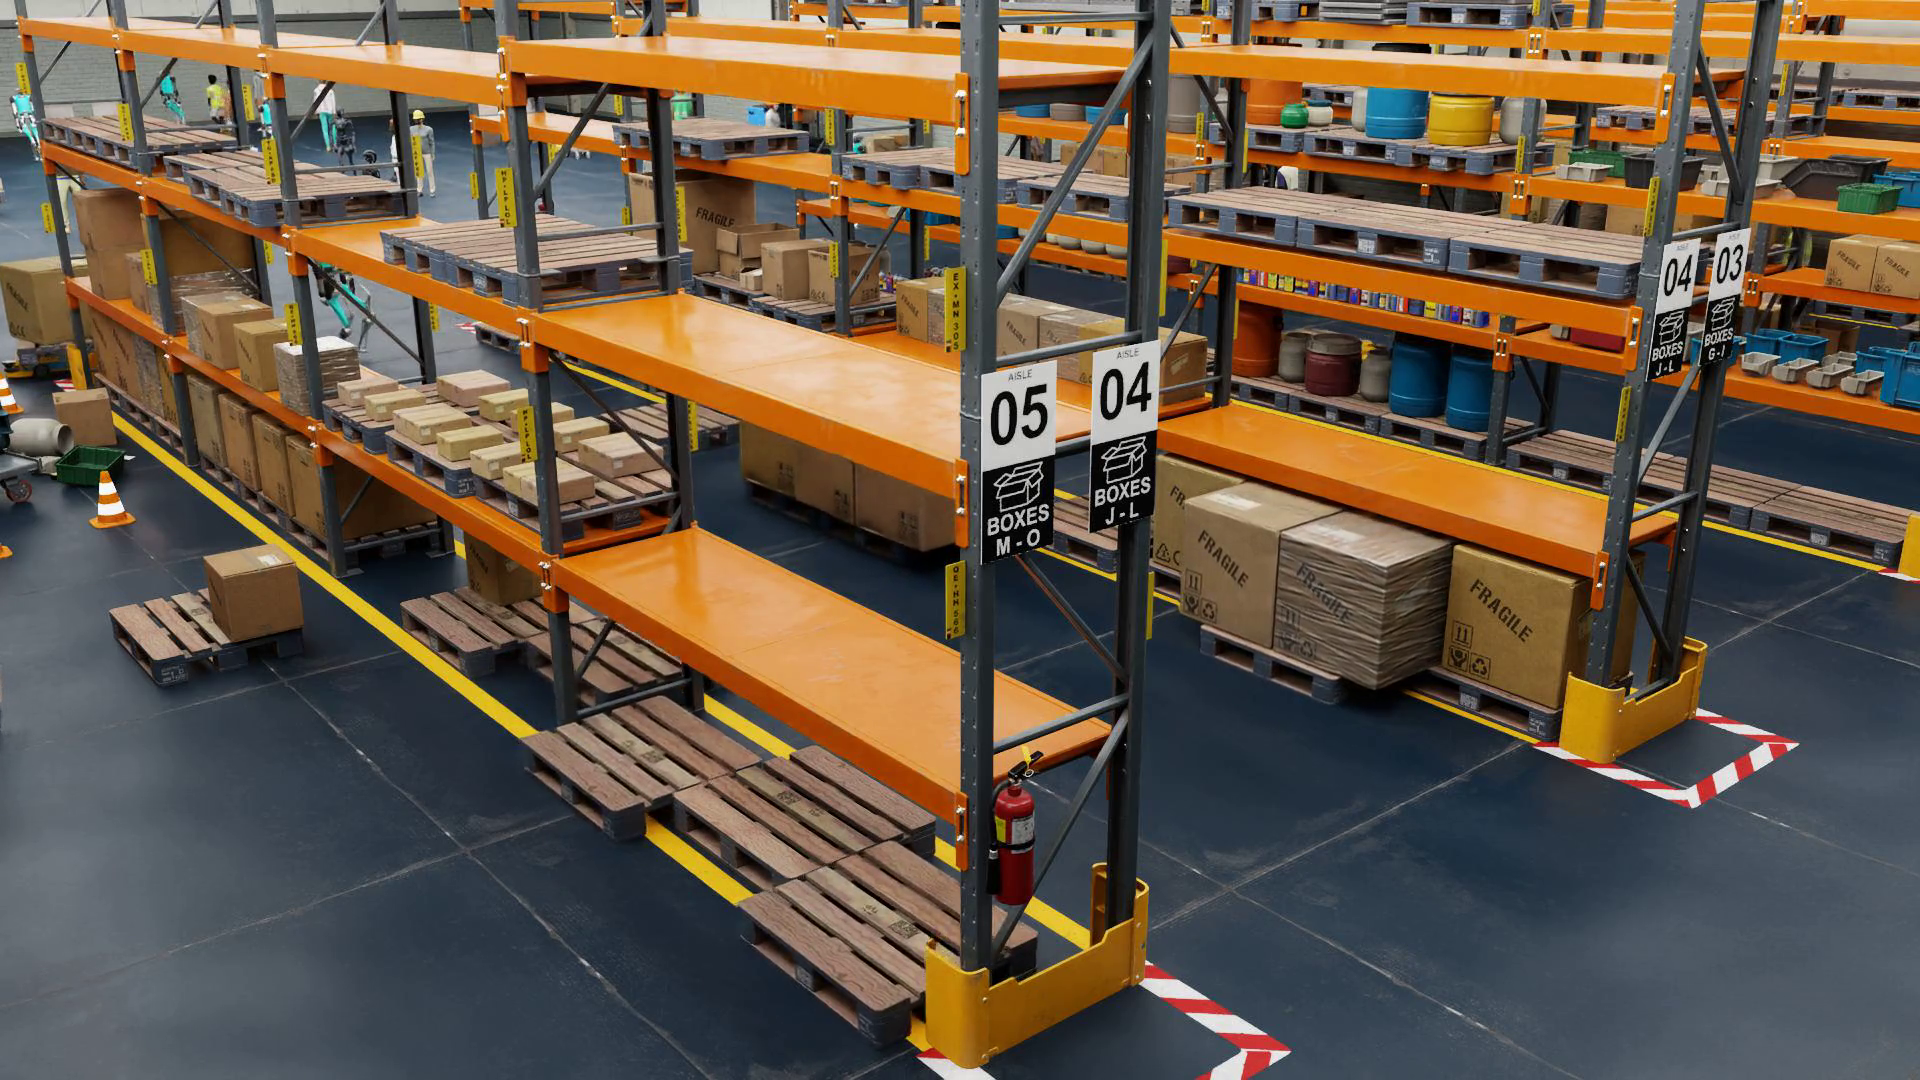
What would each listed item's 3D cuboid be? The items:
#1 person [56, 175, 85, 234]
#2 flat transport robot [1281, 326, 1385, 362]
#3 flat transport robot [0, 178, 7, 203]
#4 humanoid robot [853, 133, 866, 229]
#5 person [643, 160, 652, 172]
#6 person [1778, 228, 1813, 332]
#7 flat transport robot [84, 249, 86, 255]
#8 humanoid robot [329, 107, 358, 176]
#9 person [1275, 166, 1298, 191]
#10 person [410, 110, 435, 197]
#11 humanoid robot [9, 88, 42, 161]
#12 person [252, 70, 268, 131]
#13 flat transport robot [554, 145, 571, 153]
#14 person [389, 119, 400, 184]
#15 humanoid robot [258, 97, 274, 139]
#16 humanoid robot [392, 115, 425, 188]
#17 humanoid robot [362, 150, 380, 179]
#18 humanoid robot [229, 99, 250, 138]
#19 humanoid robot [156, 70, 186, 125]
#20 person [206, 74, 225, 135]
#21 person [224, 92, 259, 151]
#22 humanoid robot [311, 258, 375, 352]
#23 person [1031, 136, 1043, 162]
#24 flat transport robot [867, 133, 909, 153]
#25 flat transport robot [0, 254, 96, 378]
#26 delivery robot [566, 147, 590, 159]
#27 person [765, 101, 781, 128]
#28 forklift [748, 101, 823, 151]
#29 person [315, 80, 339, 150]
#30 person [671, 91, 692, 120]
[{"bbox_3d":[-16.062,-6.477,29.923,0.536,1.891,0.384,-12,23,-31],"label":"person"},{"bbox_3d":[4.594,-2.434,20.863,0.659,0.231,1.431,-13,23,-33],"label":"flat transport robot"},{"bbox_3d":[-19.140,-6.313,31.903,0.659,0.231,1.431,-1,19,-3],"label":"flat transport robot"},{"bbox_3d":[-1.653,-6.570,30.480,0.986,1.776,0.530,-16,25,-37],"label":"humanoid robot"},{"bbox_3d":[-5.197,-5.942,28.310,0.366,1.956,0.602,0,19,-1],"label":"person"},{"bbox_3d":[10.971,-3.486,21.723,0.547,1.676,0.525,-17,25,-39],"label":"person"},{"bbox_3d":[-12.132,-3.754,24.620,0.659,0.231,1.431,13,23,33],"label":"flat transport robot"},{"bbox_3d":[-13.575,-8.726,36.681,0.601,1.633,0.671,-1,19,-4],"label":"humanoid robot"},{"bbox_3d":[5.317,-5.477,27.161,0.388,1.839,0.559,14,24,35],"label":"person"},{"bbox_3d":[-11.121,-7.985,34.402,0.523,1.769,0.314,0,19,1],"label":"person"},{"bbox_3d":[-22.465,-9.947,40.169,0.541,1.854,0.794,-17,26,-40],"label":"humanoid robot"},{"bbox_3d":[-19.949,-12.661,47.549,0.383,1.874,0.510,8,21,22],"label":"person"},{"bbox_3d":[-9.796,-10.104,42.693,0.659,0.231,1.431,11,22,28],"label":"flat transport robot"},{"bbox_3d":[-10.536,-7.000,31.426,0.347,1.881,0.576,-16,25,-37],"label":"person"},{"bbox_3d":[-15.553,-9.197,37.905,1.033,1.732,0.561,12,23,30],"label":"humanoid robot"},{"bbox_3d":[-11.889,-8.364,35.650,0.620,1.637,0.588,2,19,4],"label":"humanoid robot"},{"bbox_3d":[-9.946,-5.772,28.217,0.315,1.657,0.599,-6,20,-17],"label":"humanoid robot"},{"bbox_3d":[-16.734,-9.429,38.645,0.343,1.642,0.608,3,20,10],"label":"humanoid robot"},{"bbox_3d":[-22.143,-12.310,46.898,0.535,1.877,0.739,2,19,6],"label":"humanoid robot"},{"bbox_3d":[-20.469,-11.977,45.892,0.461,1.687,0.541,13,23,33],"label":"person"},{"bbox_3d":[-18.420,-10.789,42.309,0.943,1.809,0.774,8,21,21],"label":"person"},{"bbox_3d":[-7.584,-3.079,20.460,0.975,1.730,0.546,12,22,30],"label":"humanoid robot"},{"bbox_3d":[1.362,-6.726,30.839,0.411,1.756,0.551,14,24,34],"label":"person"},{"bbox_3d":[-1.572,-8.341,37.676,0.659,0.231,1.431,-8,21,-22],"label":"flat transport robot"},{"bbox_3d":[-10.771,-2.180,20.139,1.431,0.231,0.659,-10,22,-25],"label":"flat transport robot"},{"bbox_3d":[-9.492,-9.755,41.293,0.499,0.611,0.814,-12,23,-31],"label":"delivery robot"},{"bbox_3d":[-4.037,-8.793,36.536,0.460,1.877,0.585,7,20,18],"label":"person"},{"bbox_3d":[-4.526,-11.368,42.374,1.129,2.768,1.873,-15,24,-37],"label":"forklift"},{"bbox_3d":[-16.368,-11.053,42.978,0.492,1.880,0.928,-6,20,-16],"label":"person"},{"bbox_3d":[-6.648,-9.973,39.764,0.520,1.963,0.513,-6,20,-16],"label":"person"}]
